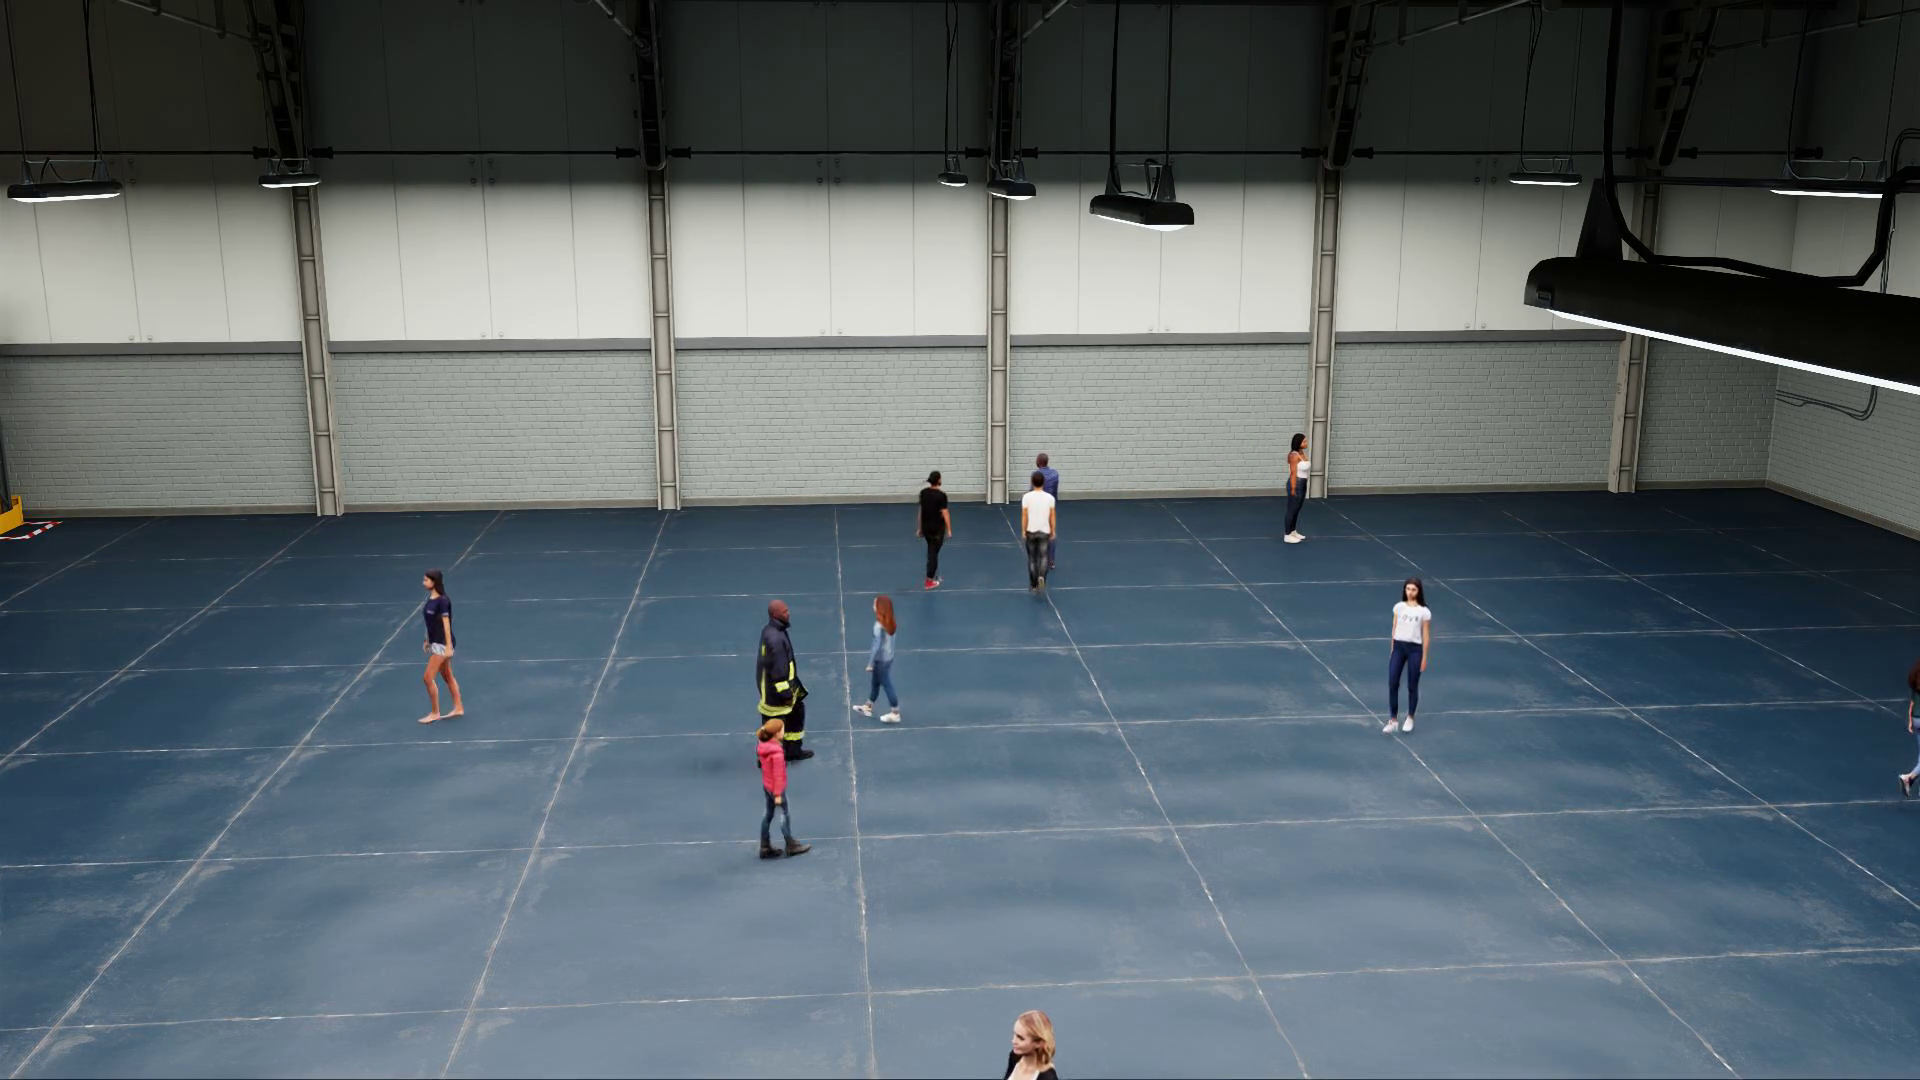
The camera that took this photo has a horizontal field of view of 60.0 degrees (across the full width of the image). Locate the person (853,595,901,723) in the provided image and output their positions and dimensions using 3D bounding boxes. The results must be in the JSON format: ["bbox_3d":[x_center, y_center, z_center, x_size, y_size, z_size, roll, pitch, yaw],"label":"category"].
[{"bbox_3d":[-0.787,1.351,18.678,0.909,1.461,0.751,3,13,14],"label":"person"}]

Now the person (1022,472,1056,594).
[{"bbox_3d":[1.135,-0.086,24.164,0.958,1.788,0.774,0,13,1],"label":"person"}]

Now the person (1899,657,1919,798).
[{"bbox_3d":[9.511,1.812,16.373,0.994,1.603,0.824,-8,15,-30],"label":"person"}]

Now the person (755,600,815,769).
[{"bbox_3d":[-1.985,1.503,17.272,0.827,1.800,0.739,-1,13,-6],"label":"person"}]

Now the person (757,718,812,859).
[{"bbox_3d":[-1.739,2.266,15.074,0.771,1.305,0.673,-6,15,-26],"label":"person"}]

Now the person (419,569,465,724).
[{"bbox_3d":[-5.768,1.183,18.777,0.884,1.745,0.793,-9,16,-33],"label":"person"}]

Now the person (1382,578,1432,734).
[{"bbox_3d":[4.994,1.262,18.409,0.869,1.757,0.913,9,16,33],"label":"person"}]

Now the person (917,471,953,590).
[{"bbox_3d":[-0.446,-0.134,24.463,0.861,1.745,0.920,10,16,37],"label":"person"}]

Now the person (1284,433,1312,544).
[{"bbox_3d":[5.554,-0.873,27.512,0.773,1.810,0.742,7,15,28],"label":"person"}]

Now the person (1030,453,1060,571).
[{"bbox_3d":[1.293,-0.447,25.650,0.689,1.821,0.824,-7,15,-28],"label":"person"}]

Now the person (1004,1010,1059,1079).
[{"bbox_3d":[0.419,3.386,9.116,0.912,1.812,0.804,-8,15,-31],"label":"person"}]
